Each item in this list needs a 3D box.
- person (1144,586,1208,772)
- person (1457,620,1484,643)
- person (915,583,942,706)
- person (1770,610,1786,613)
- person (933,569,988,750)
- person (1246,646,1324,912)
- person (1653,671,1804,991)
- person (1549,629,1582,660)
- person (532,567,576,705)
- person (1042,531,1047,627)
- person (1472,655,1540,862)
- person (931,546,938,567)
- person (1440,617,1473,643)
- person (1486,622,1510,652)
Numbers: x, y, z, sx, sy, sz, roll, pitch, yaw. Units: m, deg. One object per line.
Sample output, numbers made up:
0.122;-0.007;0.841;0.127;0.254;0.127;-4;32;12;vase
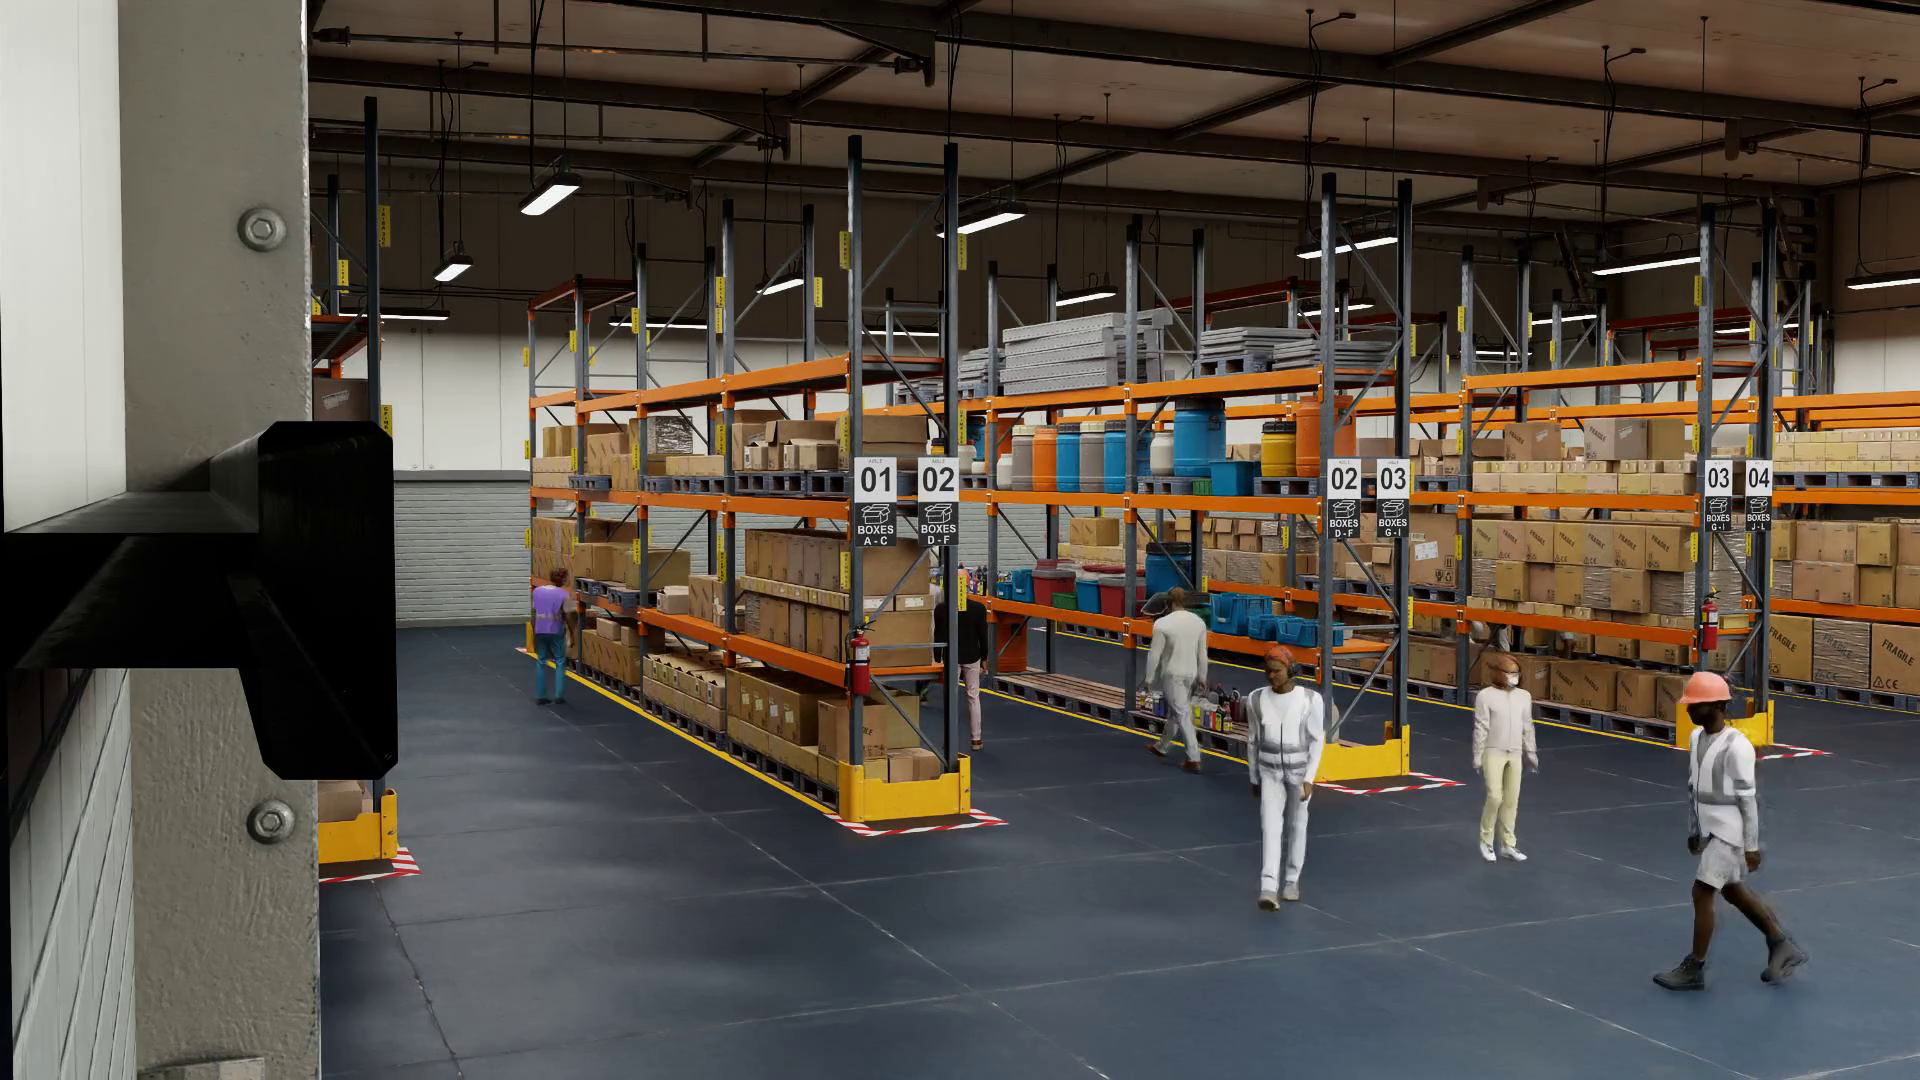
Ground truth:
2.212;1.418;18.564;0.653;1.882;1.007;-1;3;-33;person
8.011;1.074;28.356;0.641;1.822;0.447;-1;3;-29;person
-0.534;1.194;23.466;0.640;1.952;0.420;-1;3;-34;person
13.544;1.023;29.610;0.592;1.829;0.404;-1;2;-28;person
0.008;1.316;19.794;0.611;1.996;0.379;0;2;-4;person
2.264;1.670;12.578;0.565;1.828;0.987;1;2;20;person
4.625;1.722;10.695;0.908;1.899;0.559;0;2;-3;person
8.710;1.087;25.750;0.615;2.013;0.899;0;2;-11;person
-5.380;1.267;23.599;0.591;1.820;0.429;1;2;18;person
1.846;0.766;35.201;0.567;1.909;0.582;-2;3;-44;person
4.301;1.721;14.140;0.584;1.622;0.319;-1;2;-17;person
-0.410;0.758;34.512;0.406;1.986;0.617;1;2;27;person
7.578;1.122;27.188;0.622;1.819;0.751;-1;2;-24;person
7.899;1.098;26.343;0.375;1.929;0.585;0;2;-8;person
